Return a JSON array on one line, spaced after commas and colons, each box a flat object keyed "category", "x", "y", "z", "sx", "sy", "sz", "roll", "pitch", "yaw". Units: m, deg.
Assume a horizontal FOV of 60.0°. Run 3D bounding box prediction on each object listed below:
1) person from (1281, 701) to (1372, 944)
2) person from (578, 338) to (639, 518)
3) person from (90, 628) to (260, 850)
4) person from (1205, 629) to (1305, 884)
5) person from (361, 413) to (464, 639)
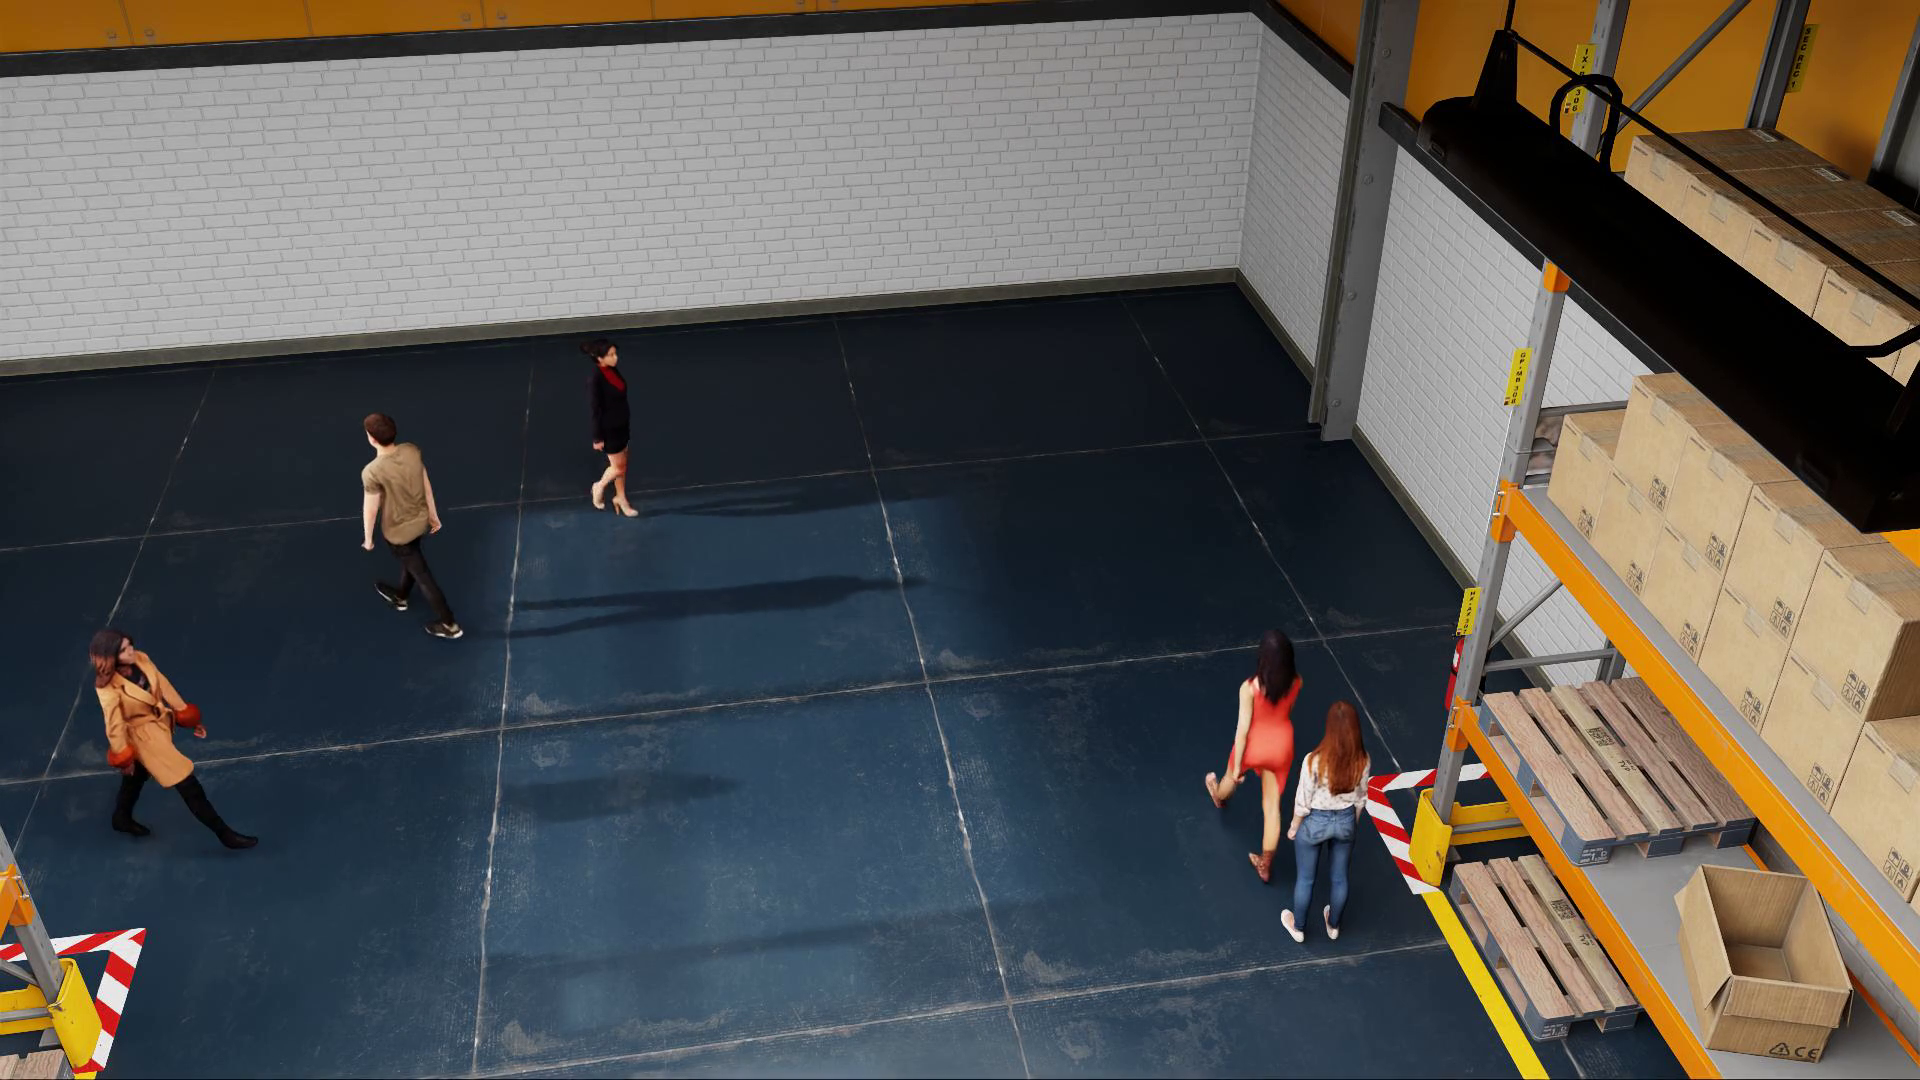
[{"category": "person", "x": 2.114, "y": 1.629, "z": 9.545, "sx": 0.588, "sy": 1.725, "sz": 0.521, "roll": -3, "pitch": 34, "yaw": -4}, {"category": "person", "x": -2.870, "y": -0.880, "z": 13.406, "sx": 0.772, "sy": 1.630, "sz": 0.709, "roll": 10, "pitch": 35, "yaw": 14}, {"category": "person", "x": -5.039, "y": 1.247, "z": 10.177, "sx": 0.946, "sy": 1.663, "sz": 1.233, "roll": 3, "pitch": 34, "yaw": 5}, {"category": "person", "x": 1.870, "y": 1.346, "z": 10.018, "sx": 0.582, "sy": 1.674, "sz": 1.096, "roll": -8, "pitch": 34, "yaw": -11}, {"category": "person", "x": -3.923, "y": -0.059, "z": 11.998, "sx": 1.148, "sy": 1.822, "sz": 1.154, "roll": 17, "pitch": 37, "yaw": 23}]
